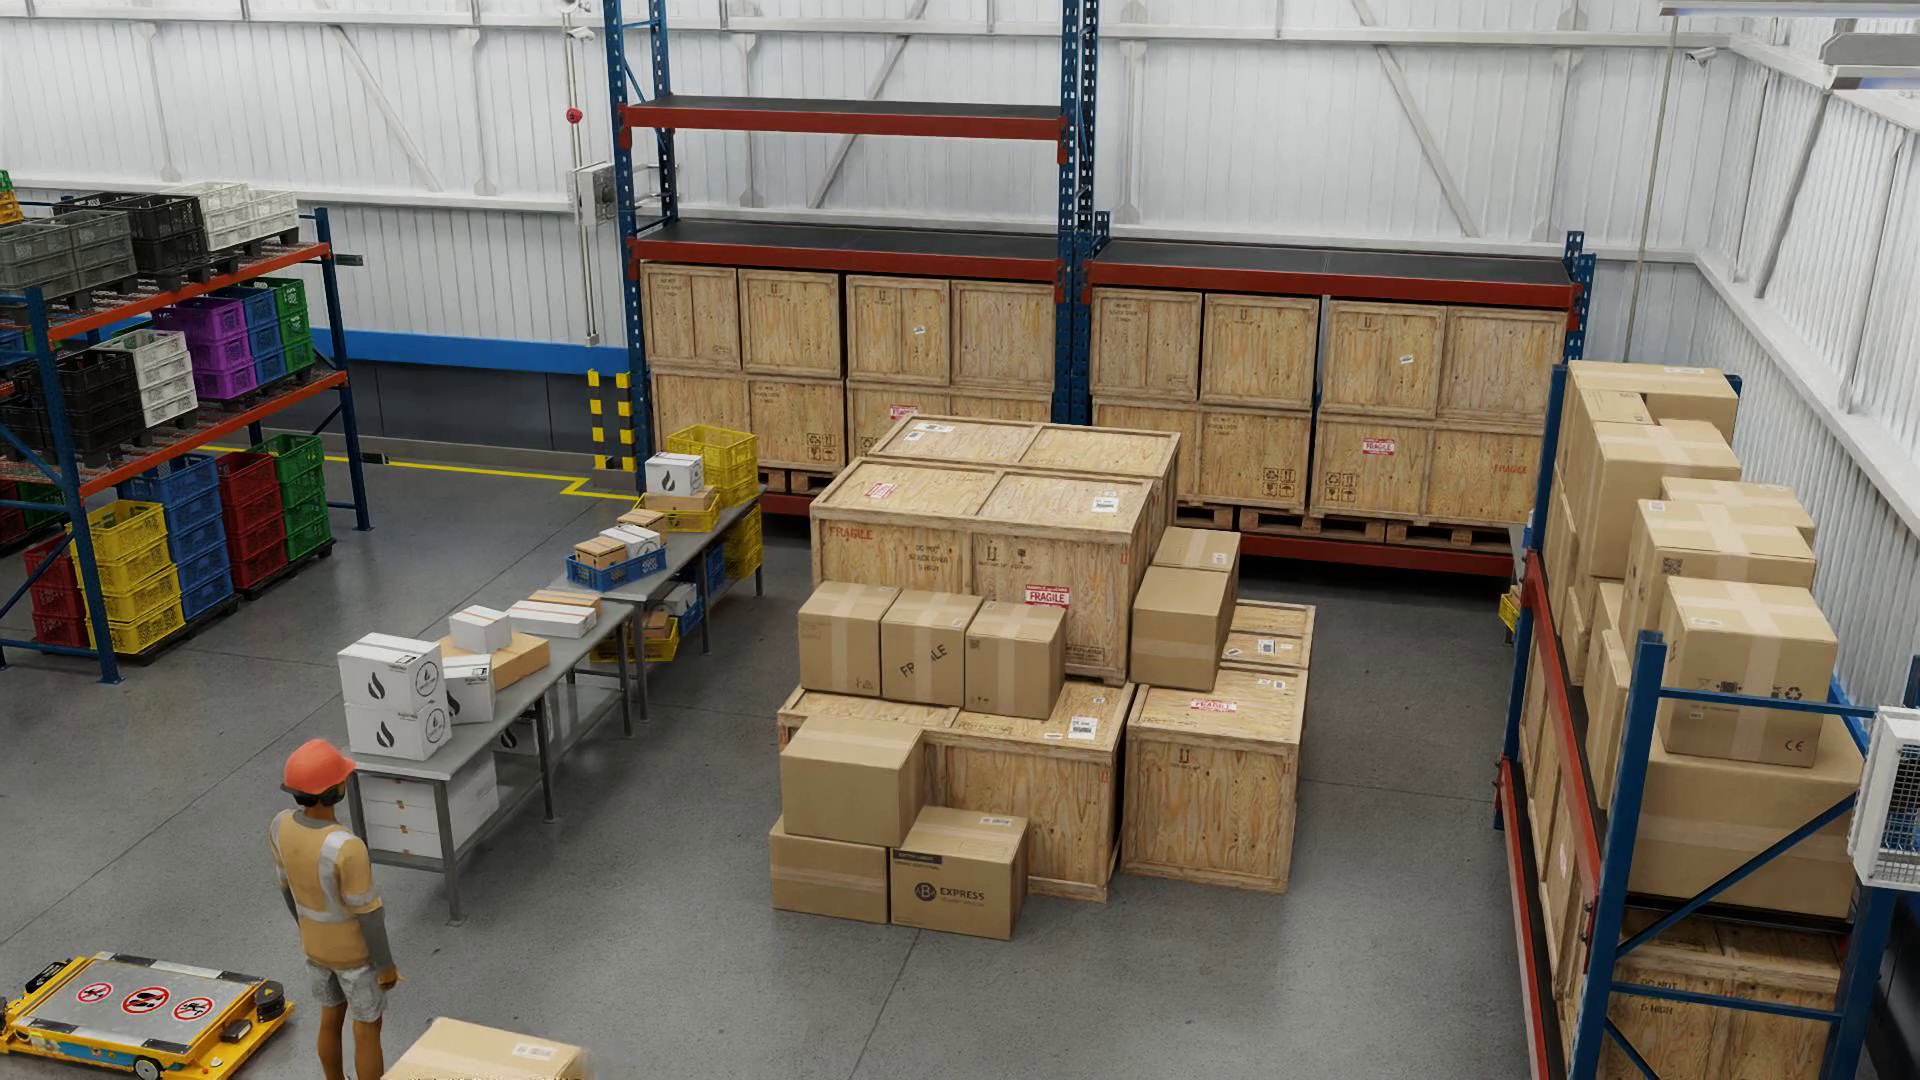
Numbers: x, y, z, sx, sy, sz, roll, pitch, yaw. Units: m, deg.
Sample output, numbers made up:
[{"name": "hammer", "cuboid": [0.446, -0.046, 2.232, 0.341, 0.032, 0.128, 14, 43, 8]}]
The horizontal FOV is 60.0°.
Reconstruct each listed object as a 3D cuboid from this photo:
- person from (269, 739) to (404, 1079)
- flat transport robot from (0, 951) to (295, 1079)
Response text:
[{"name": "person", "cuboid": [-2.851, 1.852, 7.713, 0.606, 2.048, 0.365, 12, 24, 29]}, {"name": "flat transport robot", "cuboid": [-4.270, 2.464, 8.601, 1.431, 0.231, 0.659, 5, 22, 13]}]
